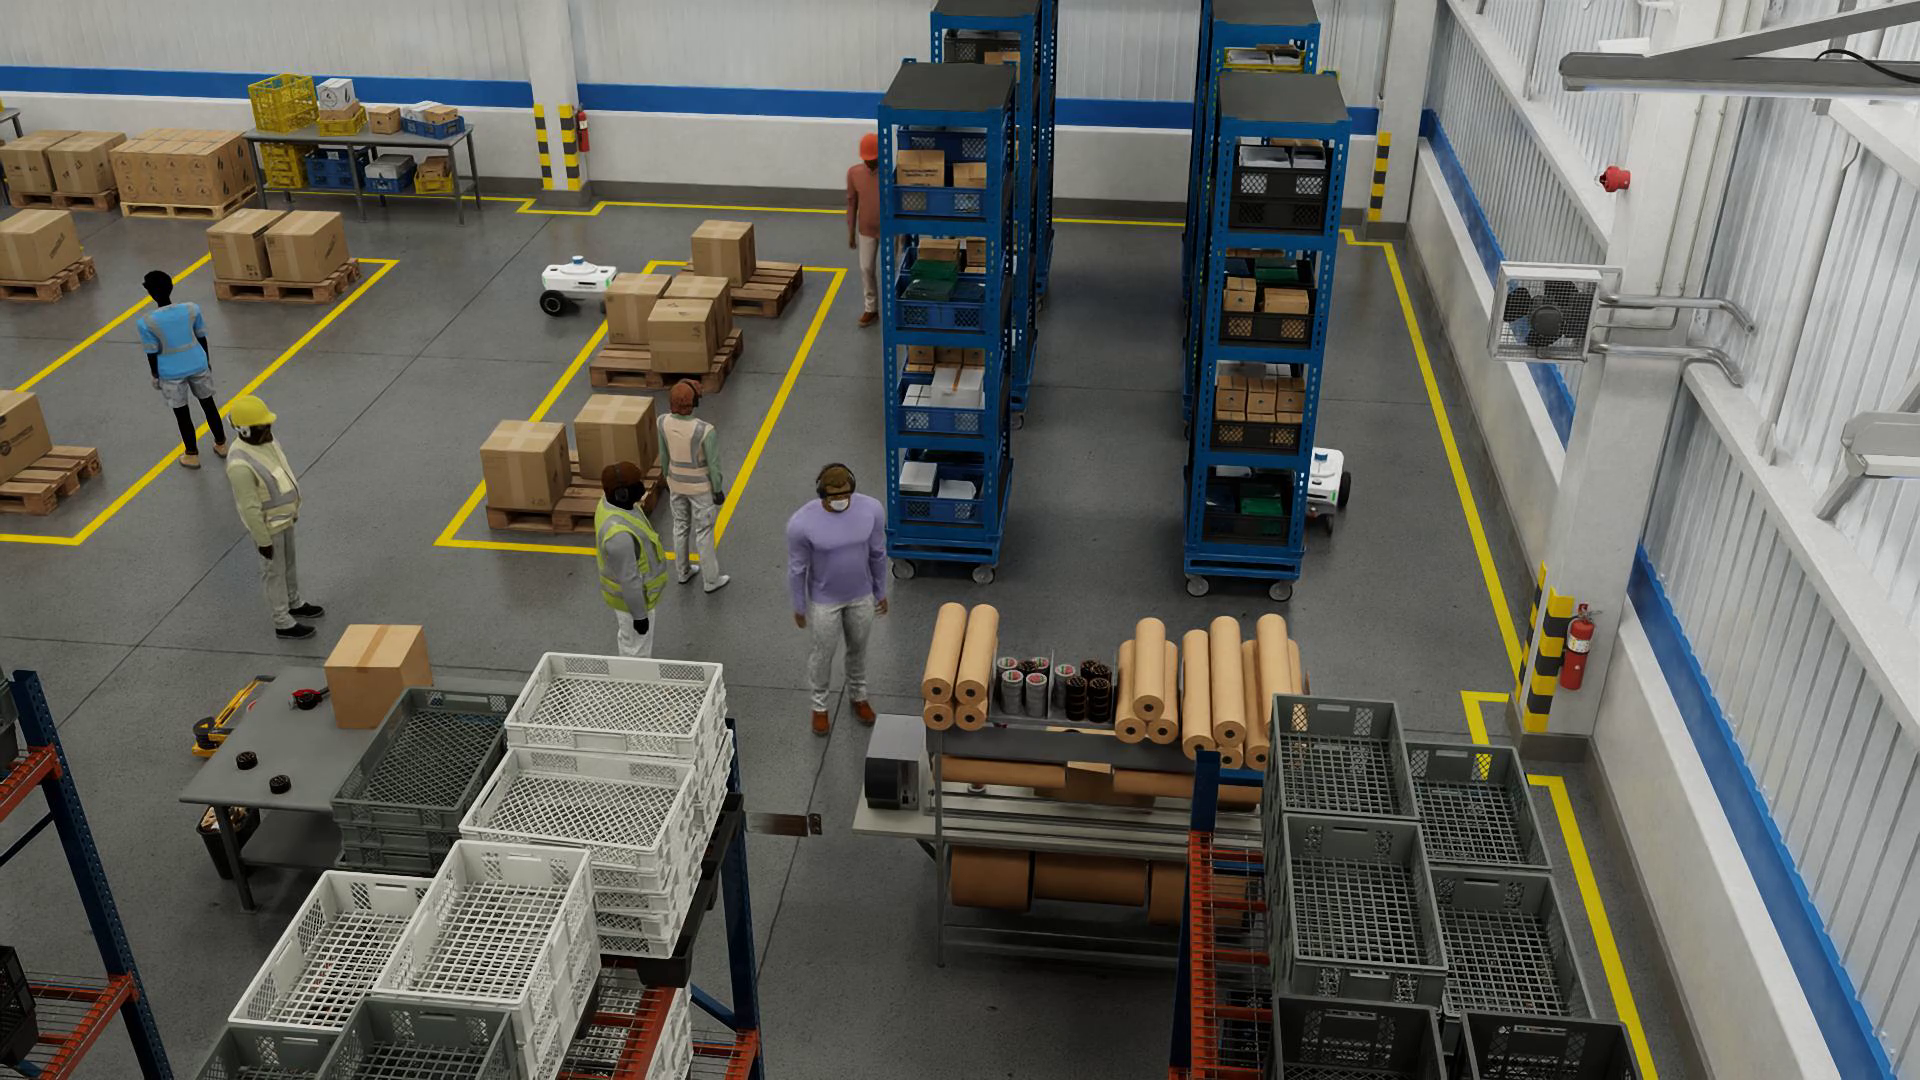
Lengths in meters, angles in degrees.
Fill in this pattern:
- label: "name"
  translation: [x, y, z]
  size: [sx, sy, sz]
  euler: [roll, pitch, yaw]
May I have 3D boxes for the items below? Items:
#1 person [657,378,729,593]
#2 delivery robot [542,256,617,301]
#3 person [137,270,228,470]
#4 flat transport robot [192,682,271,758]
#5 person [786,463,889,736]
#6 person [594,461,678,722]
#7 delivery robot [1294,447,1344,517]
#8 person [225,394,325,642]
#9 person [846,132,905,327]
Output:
- label: "person"
  translation: [-1.928, -0.385, 11.965]
  size: [0.515, 1.633, 0.313]
  euler: [16, 34, 25]
- label: "delivery robot"
  translation: [-3.830, -2.625, 16.784]
  size: [0.707, 0.478, 0.477]
  euler: [3, 30, 5]
- label: "person"
  translation: [-6.382, -1.399, 13.644]
  size: [0.319, 1.694, 0.532]
  euler: [24, 38, 35]
- label: "flat transport robot"
  translation: [-4.089, 1.163, 10.648]
  size: [1.431, 0.197, 0.652]
  euler: [3, 30, 6]
- label: "person"
  translation: [-0.752, 0.353, 10.412]
  size: [0.628, 1.929, 0.371]
  euler: [-13, 33, -21]
- label: "person"
  translation: [-2.049, 0.335, 10.518]
  size: [0.429, 1.846, 0.627]
  euler: [-8, 31, -13]
- label: "delivery robot"
  translation: [2.823, -0.481, 13.102]
  size: [0.477, 0.478, 0.707]
  euler: [8, 31, 13]
- label: "person"
  translation: [-4.707, -0.168, 11.396]
  size: [0.403, 1.833, 0.595]
  euler: [-2, 30, -3]
- label: "person"
  translation: [-0.812, -2.986, 16.097]
  size: [0.626, 1.969, 0.457]
  euler: [9, 31, 14]
